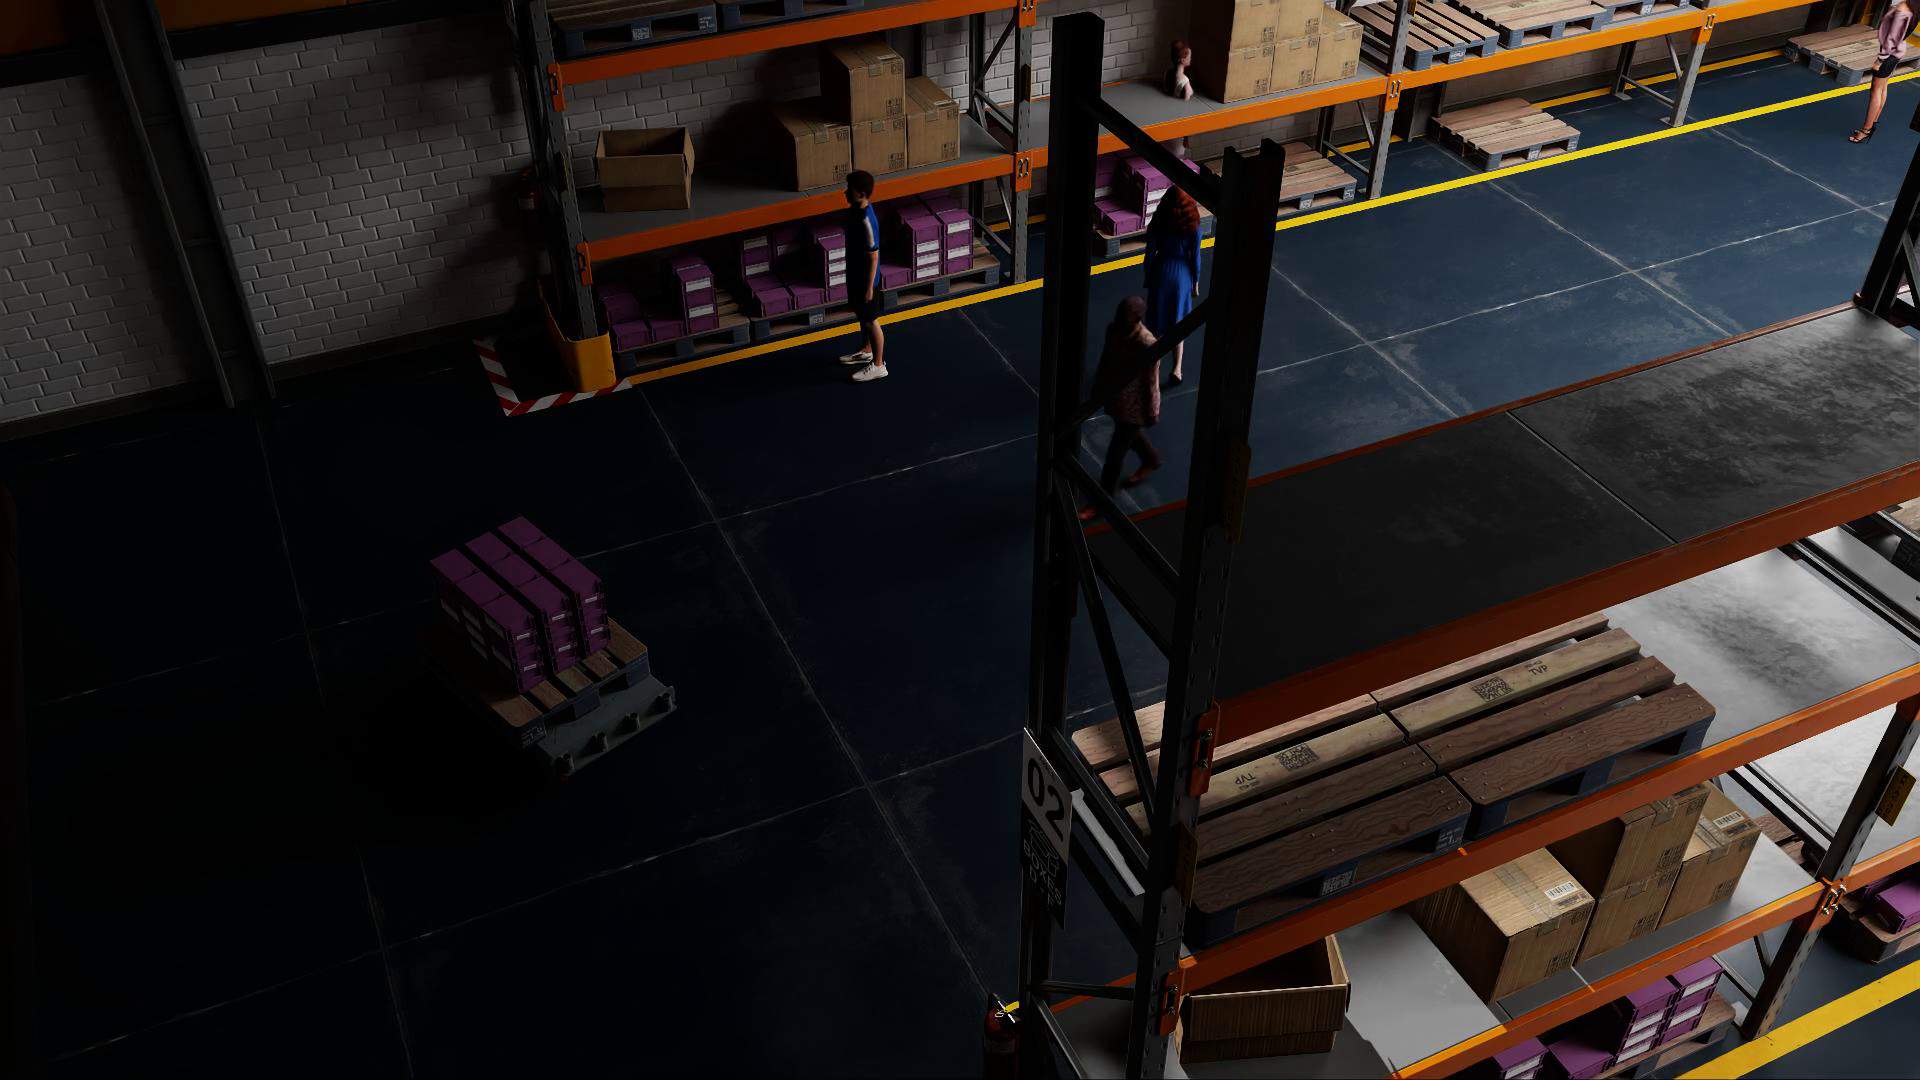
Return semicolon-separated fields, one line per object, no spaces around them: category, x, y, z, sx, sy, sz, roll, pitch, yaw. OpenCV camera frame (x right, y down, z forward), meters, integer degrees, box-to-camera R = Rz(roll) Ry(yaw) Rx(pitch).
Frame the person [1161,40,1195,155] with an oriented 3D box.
person;2.029;-3.919;15.917;0.511;1.793;0.561;-14;41;-16

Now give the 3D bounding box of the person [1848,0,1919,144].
person;9.652;-5.004;17.261;0.747;1.812;0.602;29;47;32

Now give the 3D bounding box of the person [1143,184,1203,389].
person;1.709;-2.062;13.565;0.708;1.827;0.775;11;40;14

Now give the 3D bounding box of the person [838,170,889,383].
person;-0.791;-2.188;13.692;0.587;1.866;0.663;-13;40;-16

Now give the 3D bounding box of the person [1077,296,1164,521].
person;1.305;-1.044;12.338;1.214;1.768;0.810;-22;44;-25
